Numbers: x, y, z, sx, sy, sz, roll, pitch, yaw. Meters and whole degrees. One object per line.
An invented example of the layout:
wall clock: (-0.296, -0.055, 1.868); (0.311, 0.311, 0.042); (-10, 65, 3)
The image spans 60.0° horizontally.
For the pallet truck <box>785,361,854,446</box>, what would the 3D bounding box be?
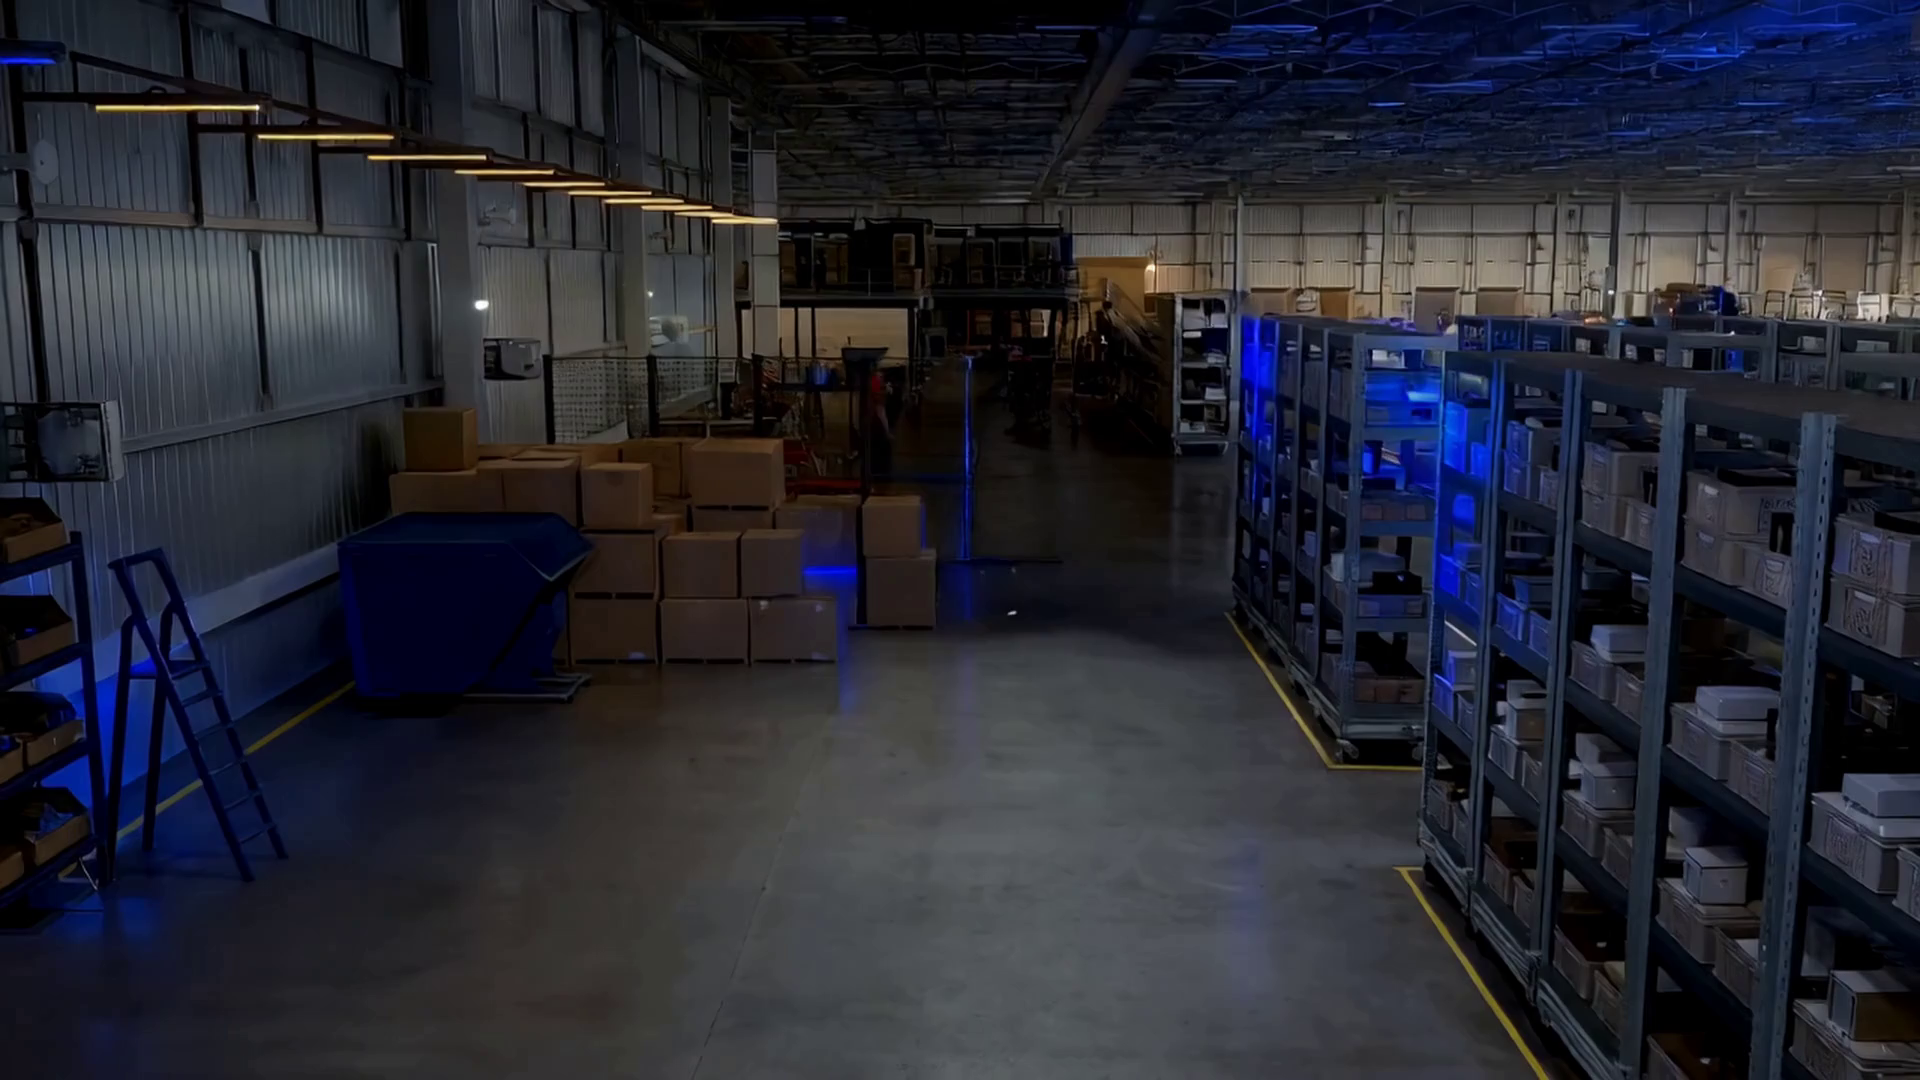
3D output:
pallet truck: (-3.410, -3.193, 38.978); (1.885, 1.965, 0.823); (0, 9, -1)

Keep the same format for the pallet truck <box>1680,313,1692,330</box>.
pallet truck: (36.315, -10.531, 84.244); (0.823, 1.965, 1.885); (-6, 11, -33)

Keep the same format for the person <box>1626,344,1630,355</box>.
person: (25.550, -7.119, 63.781); (1.009, 1.798, 0.556); (6, 11, 31)

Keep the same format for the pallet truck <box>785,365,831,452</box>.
pallet truck: (-3.774, -2.976, 37.635); (1.885, 1.965, 0.823); (1, 9, 5)

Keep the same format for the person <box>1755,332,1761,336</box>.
person: (29.367, -6.712, 61.134); (0.626, 1.849, 0.527); (3, 10, 18)

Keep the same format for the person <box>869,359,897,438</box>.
person: (-2.040, -3.511, 40.987); (1.071, 1.985, 0.634); (8, 12, 42)

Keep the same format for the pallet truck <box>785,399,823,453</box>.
pallet truck: (-3.814, -2.432, 36.419); (1.630, 1.274, 0.653); (0, 9, 1)

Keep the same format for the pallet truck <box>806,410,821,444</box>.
pallet truck: (-3.559, -2.018, 33.905); (1.522, 1.261, 0.704); (0, 9, -1)

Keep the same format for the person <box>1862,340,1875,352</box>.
person: (32.534, -6.497, 59.556); (0.577, 1.933, 0.385); (-3, 10, -20)

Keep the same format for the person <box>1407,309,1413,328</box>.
person: (25.592, -12.174, 94.631); (0.398, 1.919, 0.587); (5, 11, 29)

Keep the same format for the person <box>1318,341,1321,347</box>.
person: (14.249, -7.380, 65.036); (0.540, 1.930, 0.383); (-1, 9, -5)

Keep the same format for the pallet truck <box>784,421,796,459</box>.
pallet truck: (-4.013, -1.793, 32.705); (1.601, 1.201, 0.680); (0, 9, 1)

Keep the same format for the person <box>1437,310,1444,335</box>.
person: (26.418, -11.676, 91.457); (0.404, 1.945, 0.614); (-1, 9, -4)

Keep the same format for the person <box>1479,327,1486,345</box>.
person: (24.560, -9.495, 78.031); (0.376, 1.940, 0.629); (9, 13, 44)

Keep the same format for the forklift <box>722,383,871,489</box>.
forklift: (-2.893, -1.687, 28.729); (2.680, 1.987, 1.157); (0, 9, -1)

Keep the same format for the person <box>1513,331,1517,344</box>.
person: (20.055, -6.536, 59.740); (0.601, 1.953, 0.649); (-4, 10, -21)

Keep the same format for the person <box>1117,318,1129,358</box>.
person: (7.652, -9.471, 78.043); (0.573, 1.887, 0.355); (3, 10, 20)

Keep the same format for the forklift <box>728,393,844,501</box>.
forklift: (-2.979, -1.316, 26.476); (2.680, 1.987, 1.157); (0, 9, 1)
